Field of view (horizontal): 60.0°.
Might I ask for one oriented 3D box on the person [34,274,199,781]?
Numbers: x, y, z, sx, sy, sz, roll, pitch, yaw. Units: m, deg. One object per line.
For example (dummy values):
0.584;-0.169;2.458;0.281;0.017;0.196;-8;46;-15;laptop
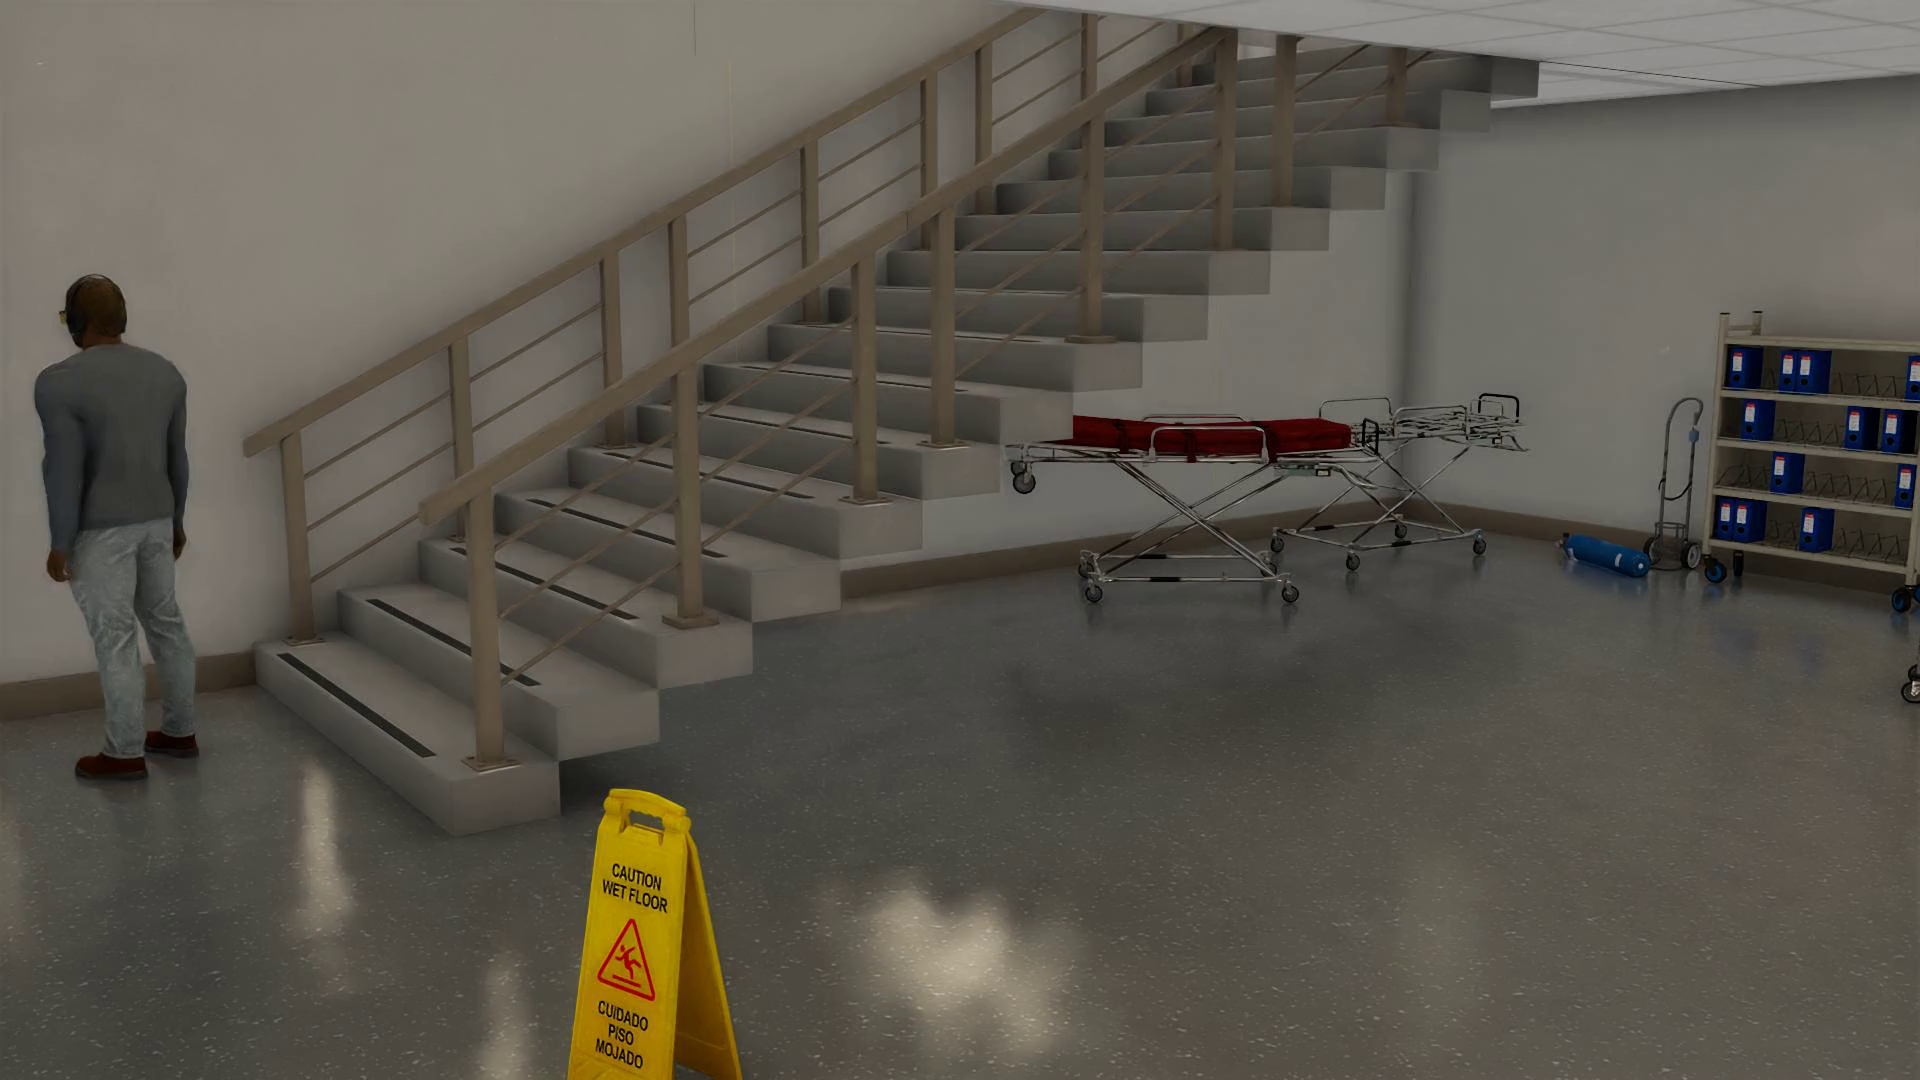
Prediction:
-3.237;-0.046;6.412;0.364;1.937;0.634;4;10;20;person
